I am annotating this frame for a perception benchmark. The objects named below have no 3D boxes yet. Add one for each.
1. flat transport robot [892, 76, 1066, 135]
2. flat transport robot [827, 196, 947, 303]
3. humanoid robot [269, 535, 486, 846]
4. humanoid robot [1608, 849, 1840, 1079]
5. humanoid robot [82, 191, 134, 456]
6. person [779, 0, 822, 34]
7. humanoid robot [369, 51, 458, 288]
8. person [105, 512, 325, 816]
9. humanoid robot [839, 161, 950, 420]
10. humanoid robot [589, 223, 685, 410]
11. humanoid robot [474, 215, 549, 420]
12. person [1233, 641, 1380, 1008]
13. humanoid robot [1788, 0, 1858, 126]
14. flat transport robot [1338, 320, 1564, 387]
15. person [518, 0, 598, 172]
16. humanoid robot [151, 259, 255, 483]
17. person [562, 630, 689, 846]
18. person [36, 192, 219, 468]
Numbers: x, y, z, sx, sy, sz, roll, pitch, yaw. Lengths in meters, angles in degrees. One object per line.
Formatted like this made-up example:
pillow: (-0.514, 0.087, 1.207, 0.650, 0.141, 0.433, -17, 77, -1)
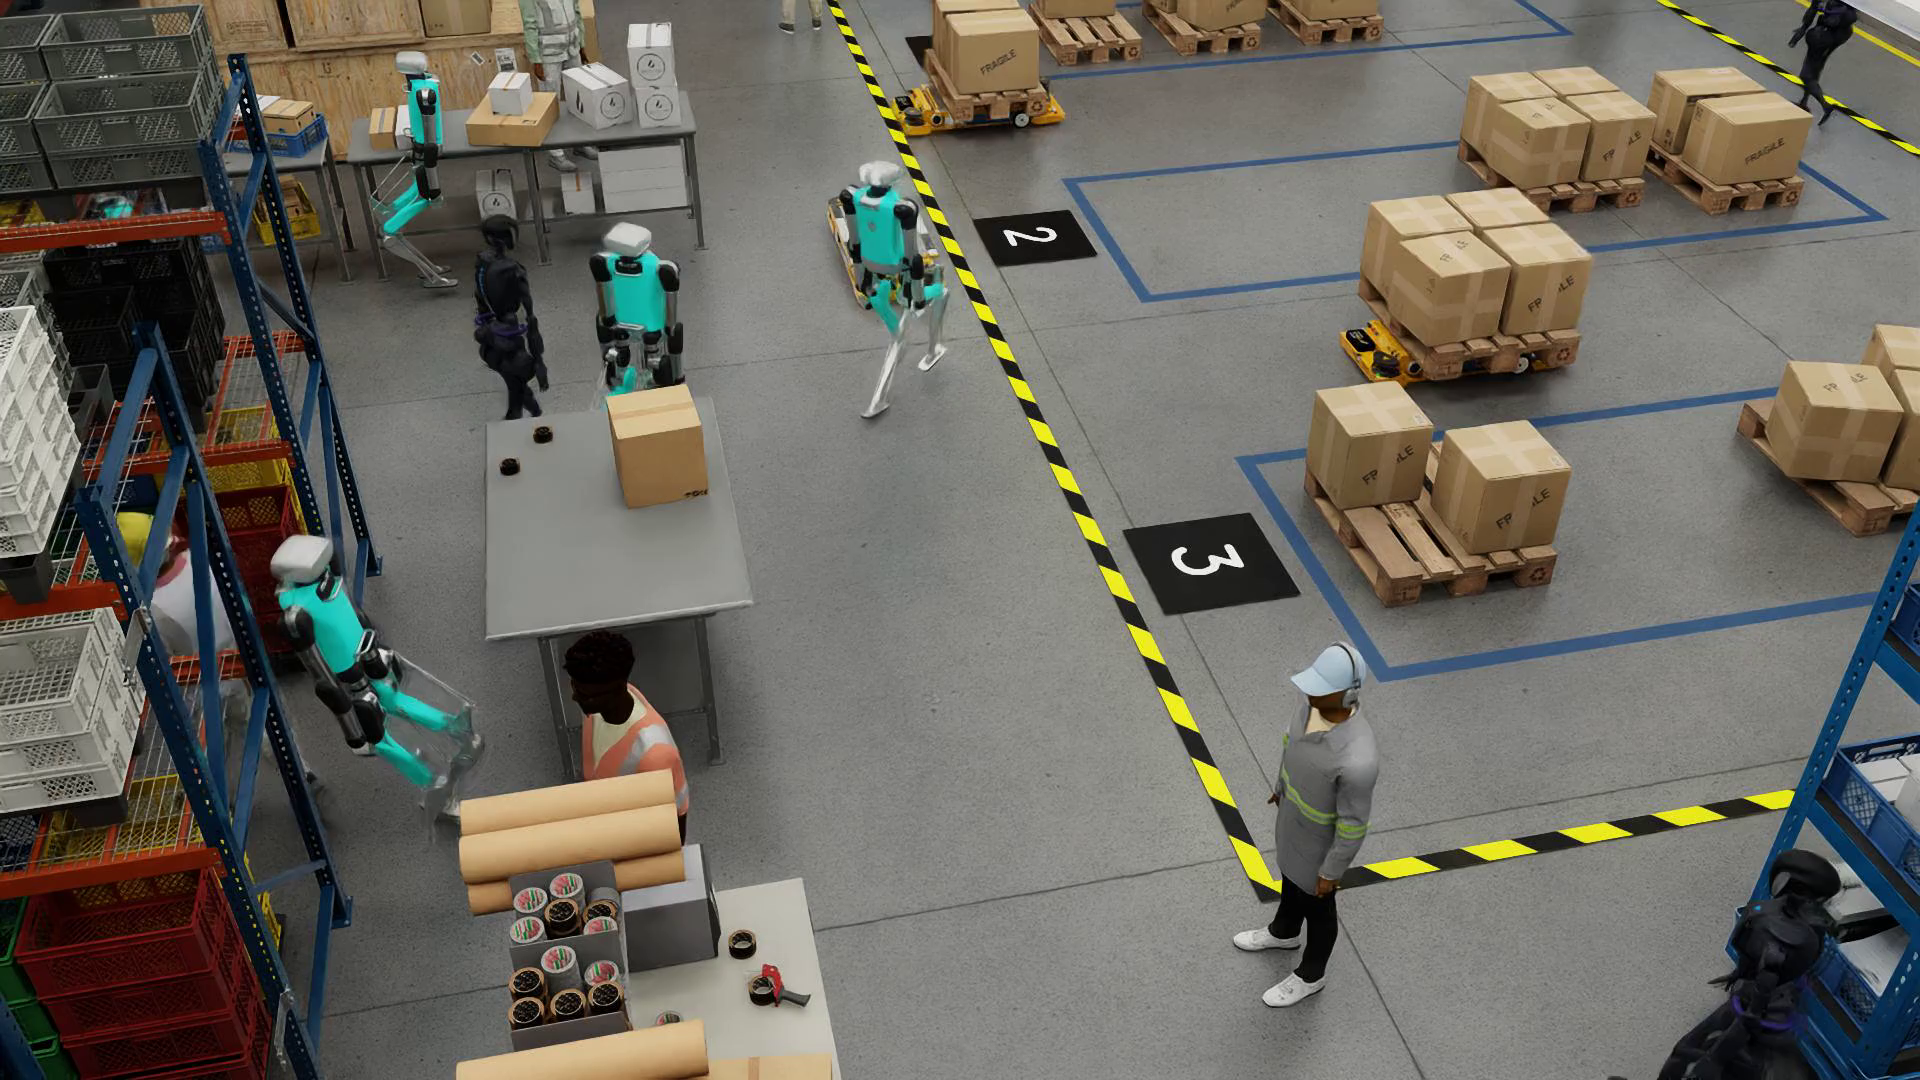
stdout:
flat transport robot: (0.164, -3.858, 14.715, 1.431, 0.197, 0.652, -8, 37, -10)
flat transport robot: (-0.570, -2.220, 12.538, 0.659, 0.231, 1.431, -8, 37, -10)
humanoid robot: (-2.449, 0.764, 7.383, 0.783, 1.879, 0.559, -1, 37, -2)
humanoid robot: (2.912, 1.757, 6.067, 0.763, 1.644, 0.601, 21, 42, 26)
humanoid robot: (-5.222, -1.249, 10.054, 0.558, 1.846, 0.872, 26, 44, 30)
person: (-1.583, -5.804, 16.097, 0.562, 1.769, 0.400, -13, 39, -17)
humanoid robot: (-3.907, -2.560, 11.656, 0.735, 1.672, 0.533, -13, 39, -17)
person: (-3.395, 0.605, 7.450, 0.737, 1.801, 0.607, 13, 39, 16)
humanoid robot: (-0.331, -1.674, 10.634, 0.533, 1.758, 1.070, 20, 41, 25)
humanoid robot: (-1.892, -0.846, 9.477, 0.531, 1.797, 0.795, 10, 38, 13)
humanoid robot: (-2.690, -1.173, 9.974, 0.610, 1.630, 0.685, 28, 45, 33)
person: (1.403, 1.139, 6.696, 0.367, 1.852, 0.593, -8, 37, -11)
humanoid robot: (7.562, -4.424, 14.327, 0.599, 1.636, 0.633, -14, 39, -19)
flat transport robot: (3.389, -1.356, 11.352, 1.431, 0.197, 0.652, -8, 37, -10)
person: (-3.255, -3.968, 13.492, 0.408, 1.939, 0.602, 22, 42, 26)
humanoid robot: (-4.400, -0.855, 9.531, 0.624, 1.634, 0.599, -6, 37, -8)
person: (-1.282, 1.136, 6.606, 0.364, 1.964, 0.609, -24, 43, -29)
person: (-4.964, -1.217, 9.752, 1.033, 1.993, 0.613, -14, 39, -18)
